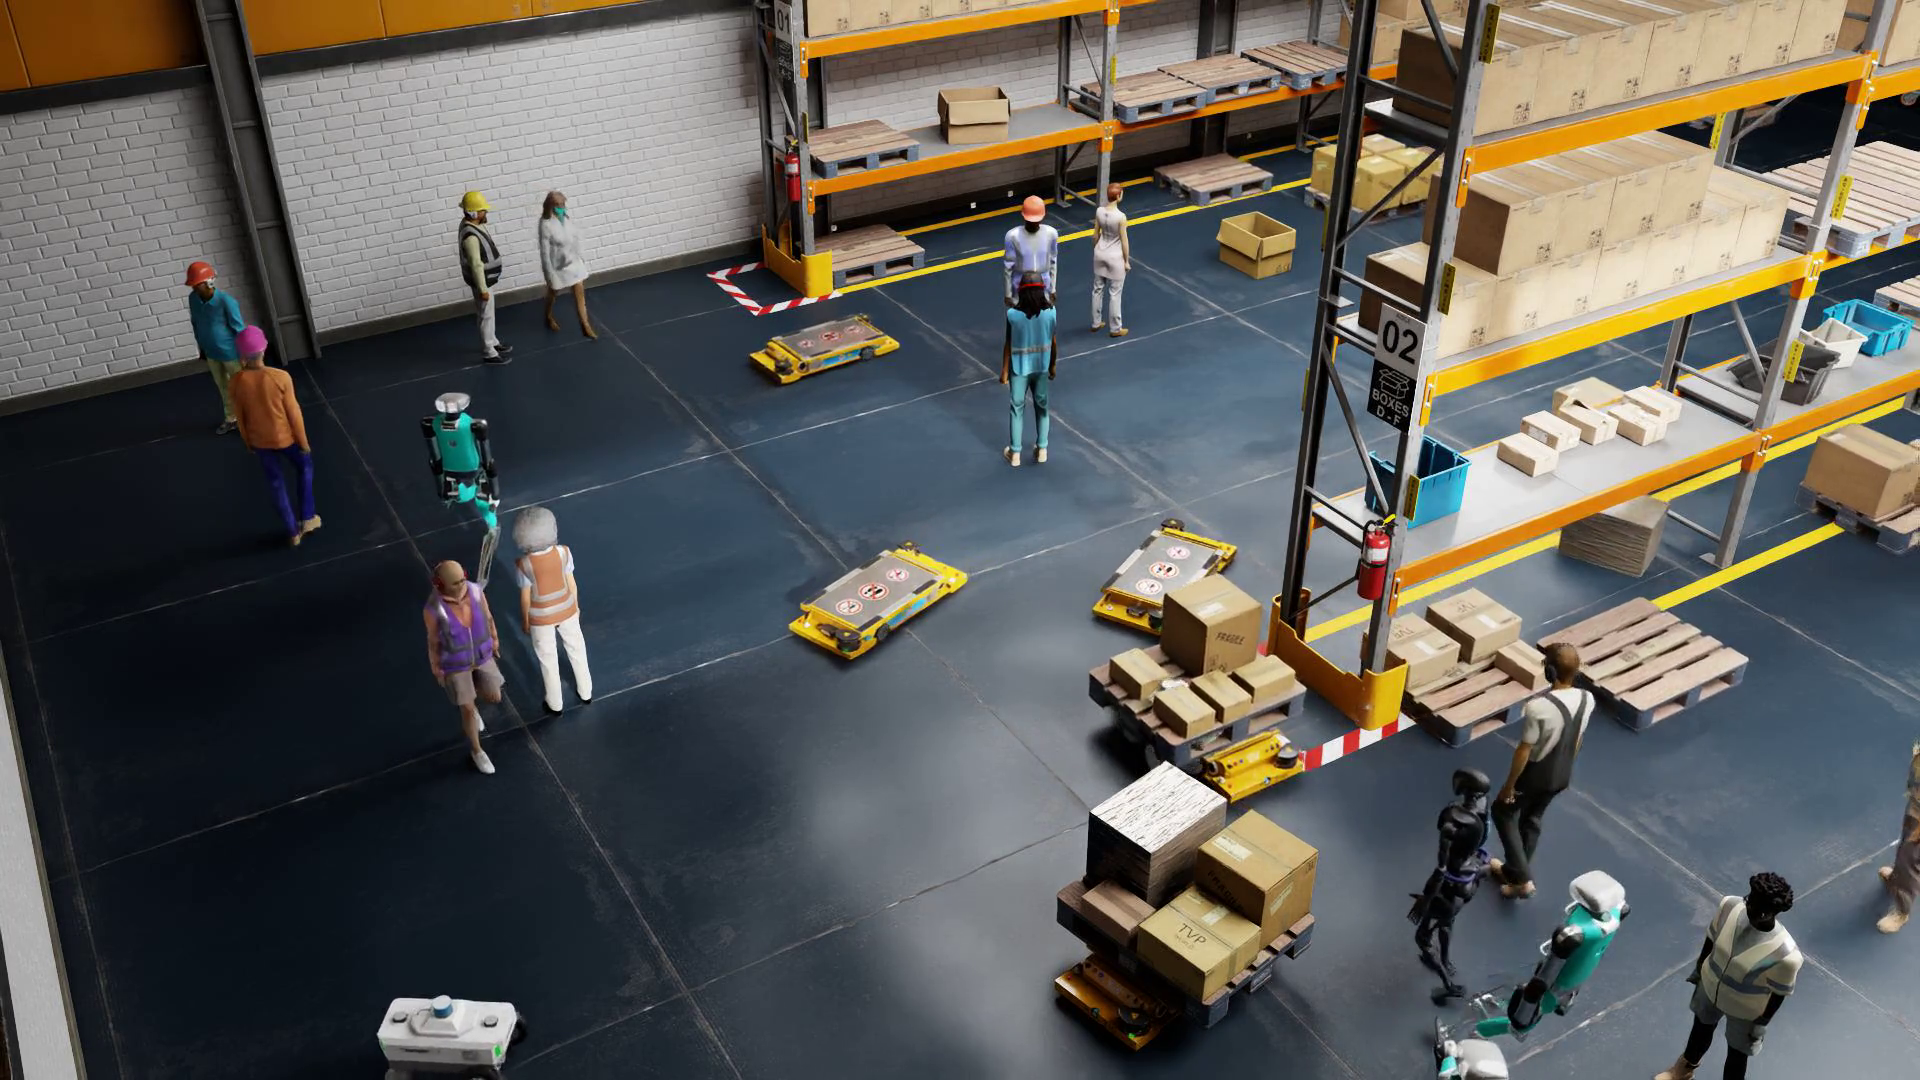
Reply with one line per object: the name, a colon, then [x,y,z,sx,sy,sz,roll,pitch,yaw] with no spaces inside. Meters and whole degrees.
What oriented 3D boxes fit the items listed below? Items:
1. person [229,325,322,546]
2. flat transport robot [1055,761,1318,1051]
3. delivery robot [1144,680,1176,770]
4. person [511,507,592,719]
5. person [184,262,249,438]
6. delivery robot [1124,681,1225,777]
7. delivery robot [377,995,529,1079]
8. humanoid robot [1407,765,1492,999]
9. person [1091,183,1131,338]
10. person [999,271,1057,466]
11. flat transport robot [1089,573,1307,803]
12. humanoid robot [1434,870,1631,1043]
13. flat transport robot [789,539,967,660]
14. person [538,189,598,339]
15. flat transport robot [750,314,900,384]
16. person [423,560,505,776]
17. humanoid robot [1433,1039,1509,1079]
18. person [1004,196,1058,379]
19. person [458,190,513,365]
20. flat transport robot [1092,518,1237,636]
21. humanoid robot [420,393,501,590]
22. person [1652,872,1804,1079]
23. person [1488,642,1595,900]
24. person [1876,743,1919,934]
person: [-5.715,-0.885,13.894,0.533,1.971,0.530,-5,32,-8]
flat transport robot: [1.307,2.488,10.116,1.431,0.231,0.659,-26,41,-35]
delivery robot: [1.470,1.251,11.787,0.499,0.560,0.734,-14,35,-21]
person: [-2.934,0.523,11.910,0.439,1.687,0.317,-20,37,-28]
person: [-6.897,-1.773,15.513,0.574,1.749,0.333,12,34,18]
delivery robot: [1.577,1.285,11.782,0.790,0.613,0.499,21,38,30]
delivery robot: [-2.839,2.811,9.345,0.799,0.608,0.499,2,32,3]
humanoid robot: [2.881,1.976,9.613,0.409,1.655,0.590,25,40,34]
person: [1.586,-2.942,17.467,0.450,1.657,0.283,25,40,34]
person: [0.625,-1.540,15.041,0.527,1.864,0.377,-10,33,-15]
flat transport robot: [1.750,1.322,11.975,0.659,0.231,1.431,-18,36,-26]
humanoid robot: [2.980,2.342,9.008,0.588,1.794,0.953,-19,37,-28]
flat transport robot: [-0.643,0.463,13.345,0.659,0.231,1.431,23,39,32]
person: [-4.191,-2.917,17.460,0.688,1.642,0.528,28,41,37]
flat transport robot: [-1.401,-1.995,17.265,1.431,0.231,0.659,-21,38,-29]
person: [-3.418,0.817,11.451,0.507,1.673,0.506,-27,41,-36]
humanoid robot: [2.524,3.062,7.919,0.726,1.904,0.545,-3,32,-5]
person: [0.708,-2.494,16.495,0.550,1.933,0.373,-7,33,-11]
person: [-4.835,-2.667,16.877,0.403,1.824,0.590,-7,33,-11]
flat transport robot: [1.692,0.295,13.613,0.659,0.231,1.431,17,36,25]
humanoid robot: [-3.924,-0.524,13.586,0.530,1.777,1.016,2,32,4]
person: [4.122,2.428,8.867,0.319,1.696,0.532,-15,35,-22]
person: [3.595,1.466,10.291,0.562,1.811,0.479,-12,34,-18]
person: [5.887,1.588,10.174,0.351,1.740,0.652,8,33,12]
